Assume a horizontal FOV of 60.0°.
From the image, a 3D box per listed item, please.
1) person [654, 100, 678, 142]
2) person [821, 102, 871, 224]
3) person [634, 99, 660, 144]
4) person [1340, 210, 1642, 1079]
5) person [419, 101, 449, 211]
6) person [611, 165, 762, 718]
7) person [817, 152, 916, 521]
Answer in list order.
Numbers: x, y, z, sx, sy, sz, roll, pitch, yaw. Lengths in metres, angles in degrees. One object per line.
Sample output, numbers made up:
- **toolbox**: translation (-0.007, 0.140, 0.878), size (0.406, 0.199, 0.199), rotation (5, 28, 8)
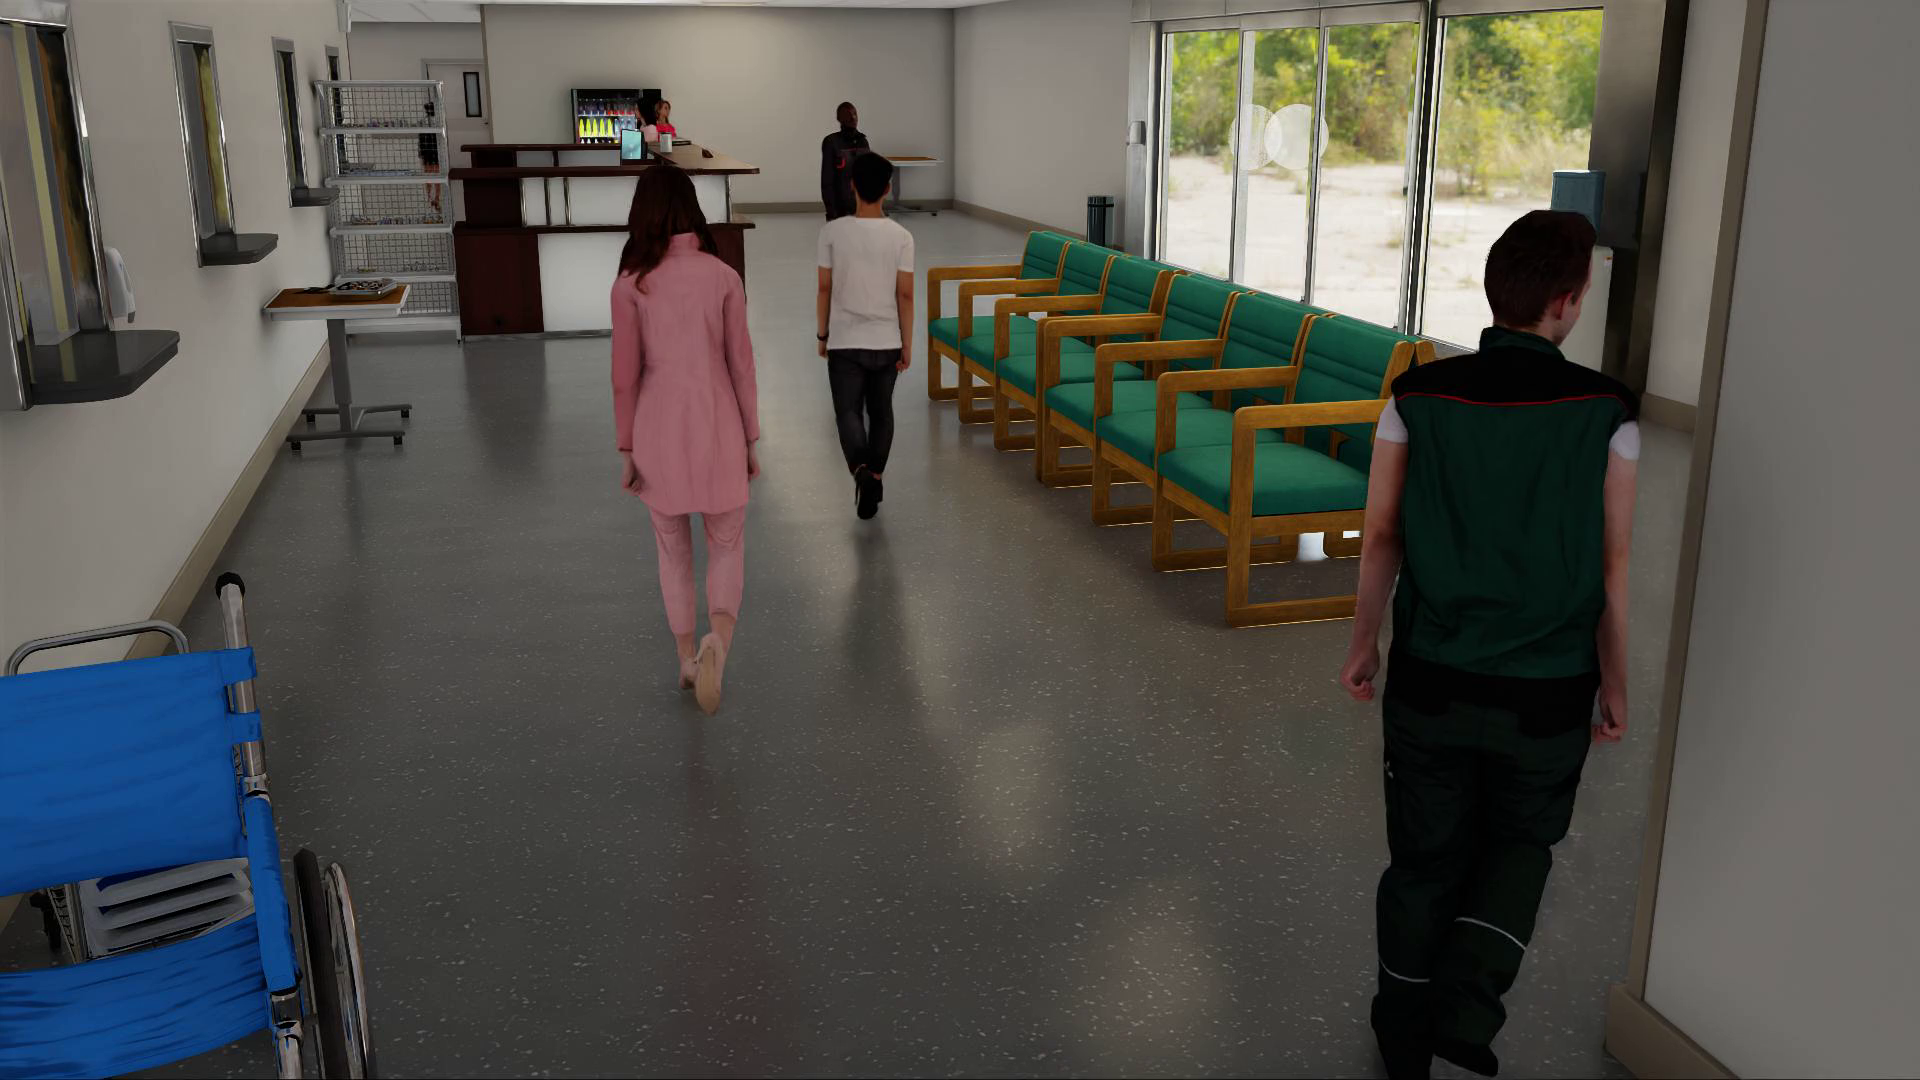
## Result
- **person**: translation (-3.930, -4.856, 21.697), size (0.759, 1.717, 0.703), rotation (6, 17, 21)
- **person**: translation (-0.999, -2.957, 14.762), size (0.701, 1.825, 0.846), rotation (-13, 20, -38)
- **person**: translation (-3.593, -4.320, 19.765), size (1.086, 1.735, 0.752), rotation (-7, 17, -23)
- **person**: translation (1.030, 0.292, 3.243), size (0.853, 1.824, 0.928), rotation (5, 16, 17)
- **person**: translation (-8.009, -5.831, 25.344), size (0.809, 1.615, 0.653), rotation (-4, 16, -13)
- **person**: translation (-0.851, -0.263, 5.287), size (0.924, 1.782, 0.706), rotation (-4, 16, -13)
- **person**: translation (-0.449, -0.930, 7.821), size (1.002, 1.692, 0.734), rotation (-2, 16, -8)
